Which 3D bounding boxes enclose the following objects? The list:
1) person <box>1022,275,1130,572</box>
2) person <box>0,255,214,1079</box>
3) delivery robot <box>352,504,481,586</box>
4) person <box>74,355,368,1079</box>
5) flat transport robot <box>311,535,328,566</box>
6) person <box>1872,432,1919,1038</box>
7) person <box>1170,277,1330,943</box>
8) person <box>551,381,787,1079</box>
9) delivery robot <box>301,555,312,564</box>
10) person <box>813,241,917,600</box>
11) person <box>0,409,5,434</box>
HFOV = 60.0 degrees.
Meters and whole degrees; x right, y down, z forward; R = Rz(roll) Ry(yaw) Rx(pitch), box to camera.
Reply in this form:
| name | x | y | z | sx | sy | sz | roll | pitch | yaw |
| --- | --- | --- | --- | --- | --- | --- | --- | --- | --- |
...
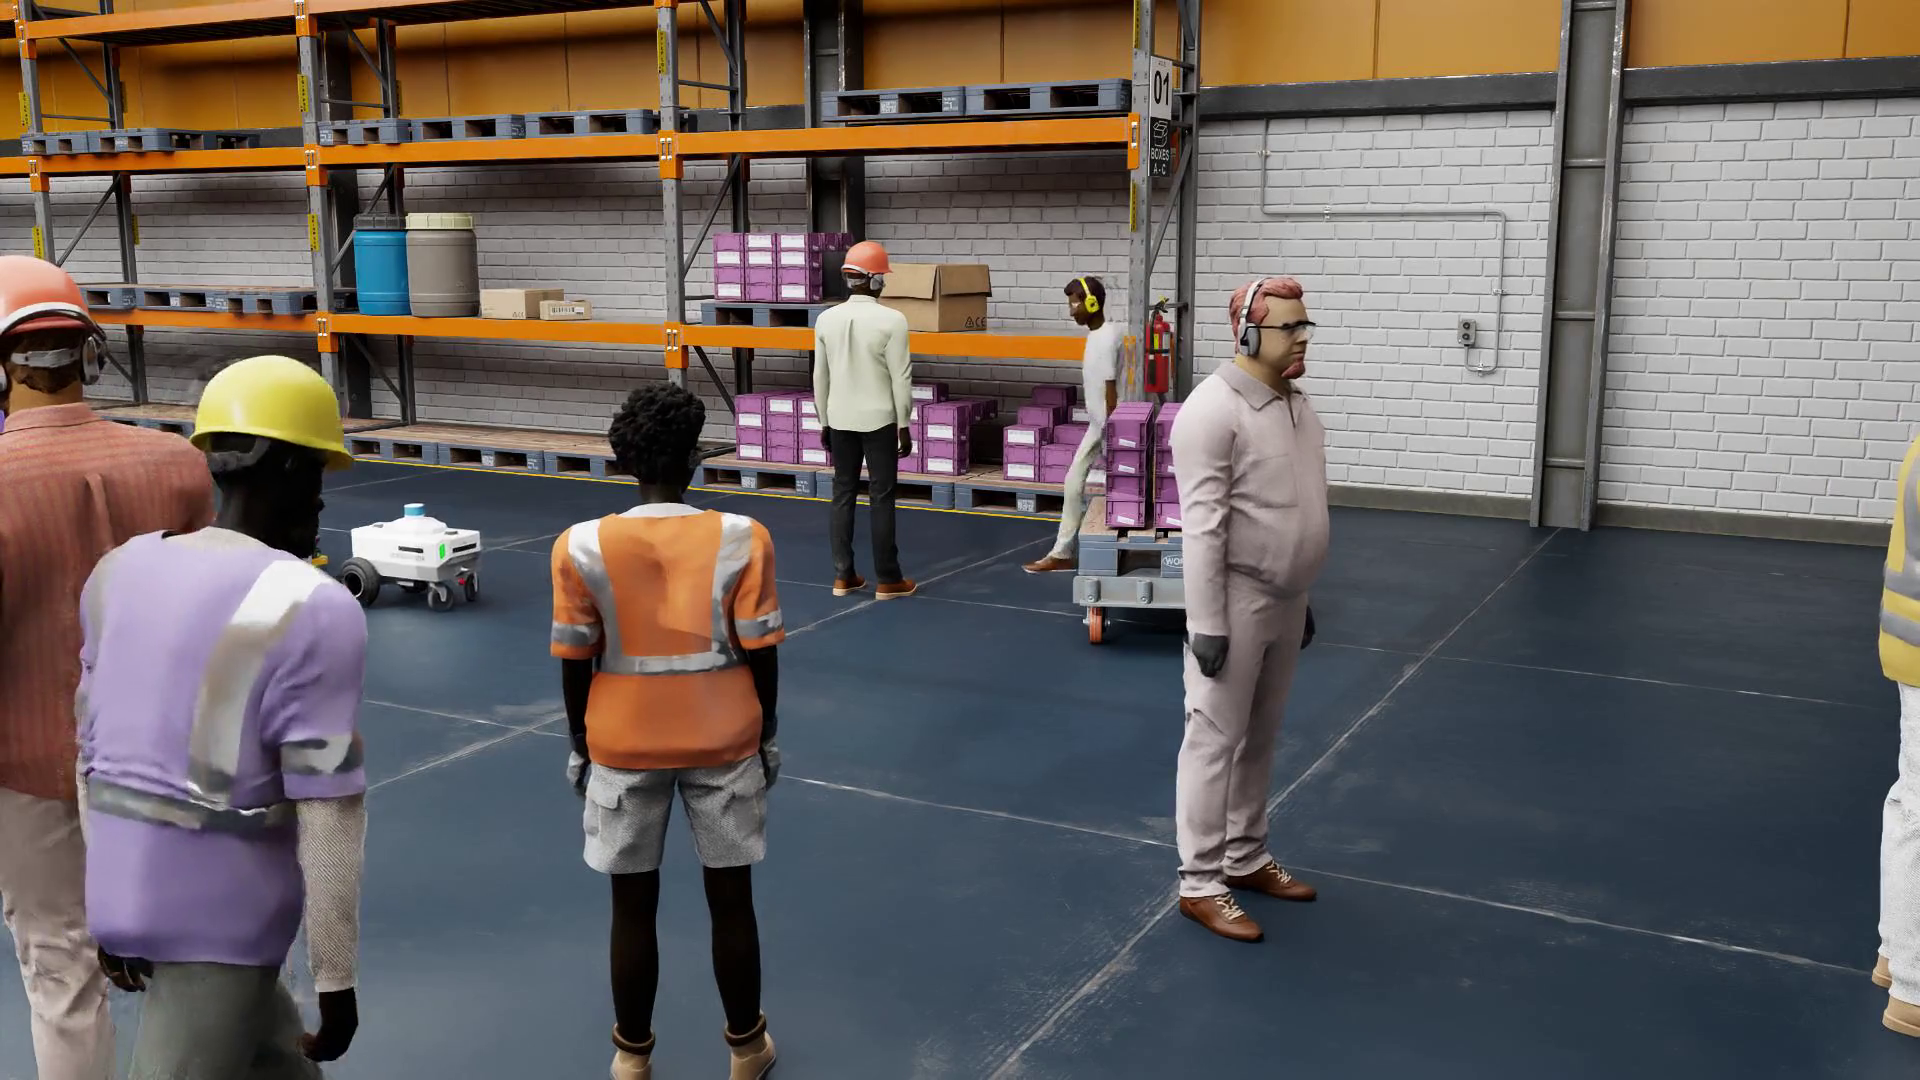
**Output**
| name | x | y | z | sx | sy | sz | roll | pitch | yaw |
| --- | --- | --- | --- | --- | --- | --- | --- | --- | --- |
| person | 0.911 | -0.684 | 9.999 | 0.981 | 1.805 | 0.599 | -2 | 11 | -11 |
| person | -1.764 | 0.435 | 3.340 | 0.393 | 1.985 | 0.611 | 7 | 12 | 32 |
| delivery robot | -2.988 | 0.045 | 9.146 | 0.707 | 0.478 | 0.477 | 5 | 12 | 26 |
| person | -1.240 | 0.611 | 2.851 | 0.601 | 1.809 | 1.137 | 6 | 12 | 28 |
| flat transport robot | -4.598 | 0.040 | 10.210 | 1.431 | 0.197 | 0.652 | 7 | 13 | 34 |
| person | 2.564 | 0.350 | 4.221 | 0.429 | 1.838 | 0.622 | 5 | 12 | 26 |
| person | 0.879 | 0.190 | 4.896 | 0.400 | 1.910 | 0.643 | 8 | 13 | 38 |
| person | -0.666 | 0.483 | 3.871 | 0.529 | 1.695 | 0.321 | -1 | 10 | -7 |
| delivery robot | -3.932 | 0.005 | 9.362 | 0.477 | 0.478 | 0.707 | -9 | 14 | -40 |
| person | -0.528 | -0.664 | 9.335 | 0.613 | 1.995 | 0.390 | 6 | 12 | 29 |
| person | -3.933 | -0.083 | 6.560 | 0.389 | 1.846 | 0.567 | -2 | 11 | -11 |
